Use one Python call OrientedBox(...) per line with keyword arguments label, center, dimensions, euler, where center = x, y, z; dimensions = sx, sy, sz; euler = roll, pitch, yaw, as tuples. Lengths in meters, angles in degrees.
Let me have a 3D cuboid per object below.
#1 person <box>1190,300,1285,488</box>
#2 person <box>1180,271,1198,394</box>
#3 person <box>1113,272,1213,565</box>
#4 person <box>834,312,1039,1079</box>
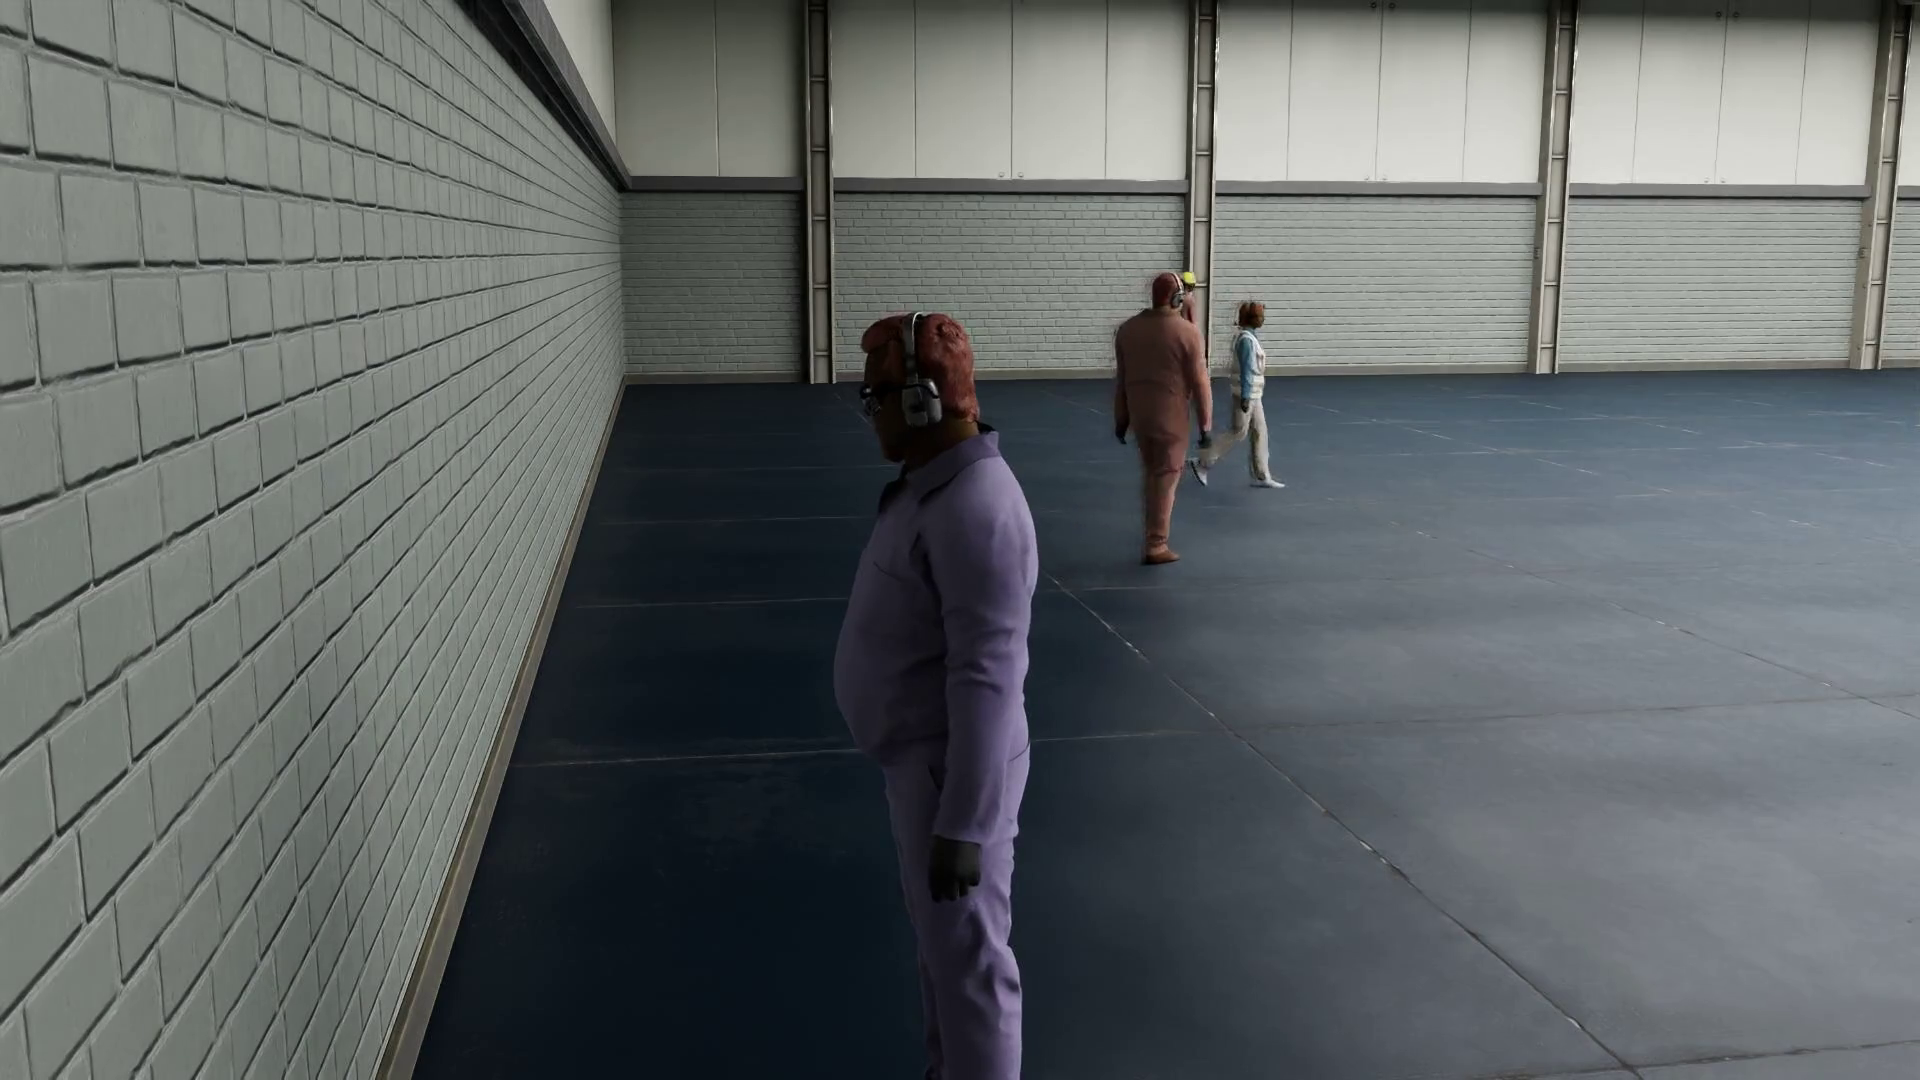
OrientedBox(label="person", center=(2.384, -1.235, 14.195), dimensions=(0.737, 1.616, 0.525), euler=(3, 10, 15))
OrientedBox(label="person", center=(3.124, -2.914, 23.459), dimensions=(0.685, 1.751, 0.546), euler=(-9, 14, -43))
OrientedBox(label="person", center=(1.379, -0.794, 10.859), dimensions=(0.668, 1.883, 0.664), euler=(9, 13, 42))
OrientedBox(label="person", center=(-0.057, 0.488, 3.439), dimensions=(0.400, 1.902, 0.643), euler=(-1, 10, -8))
